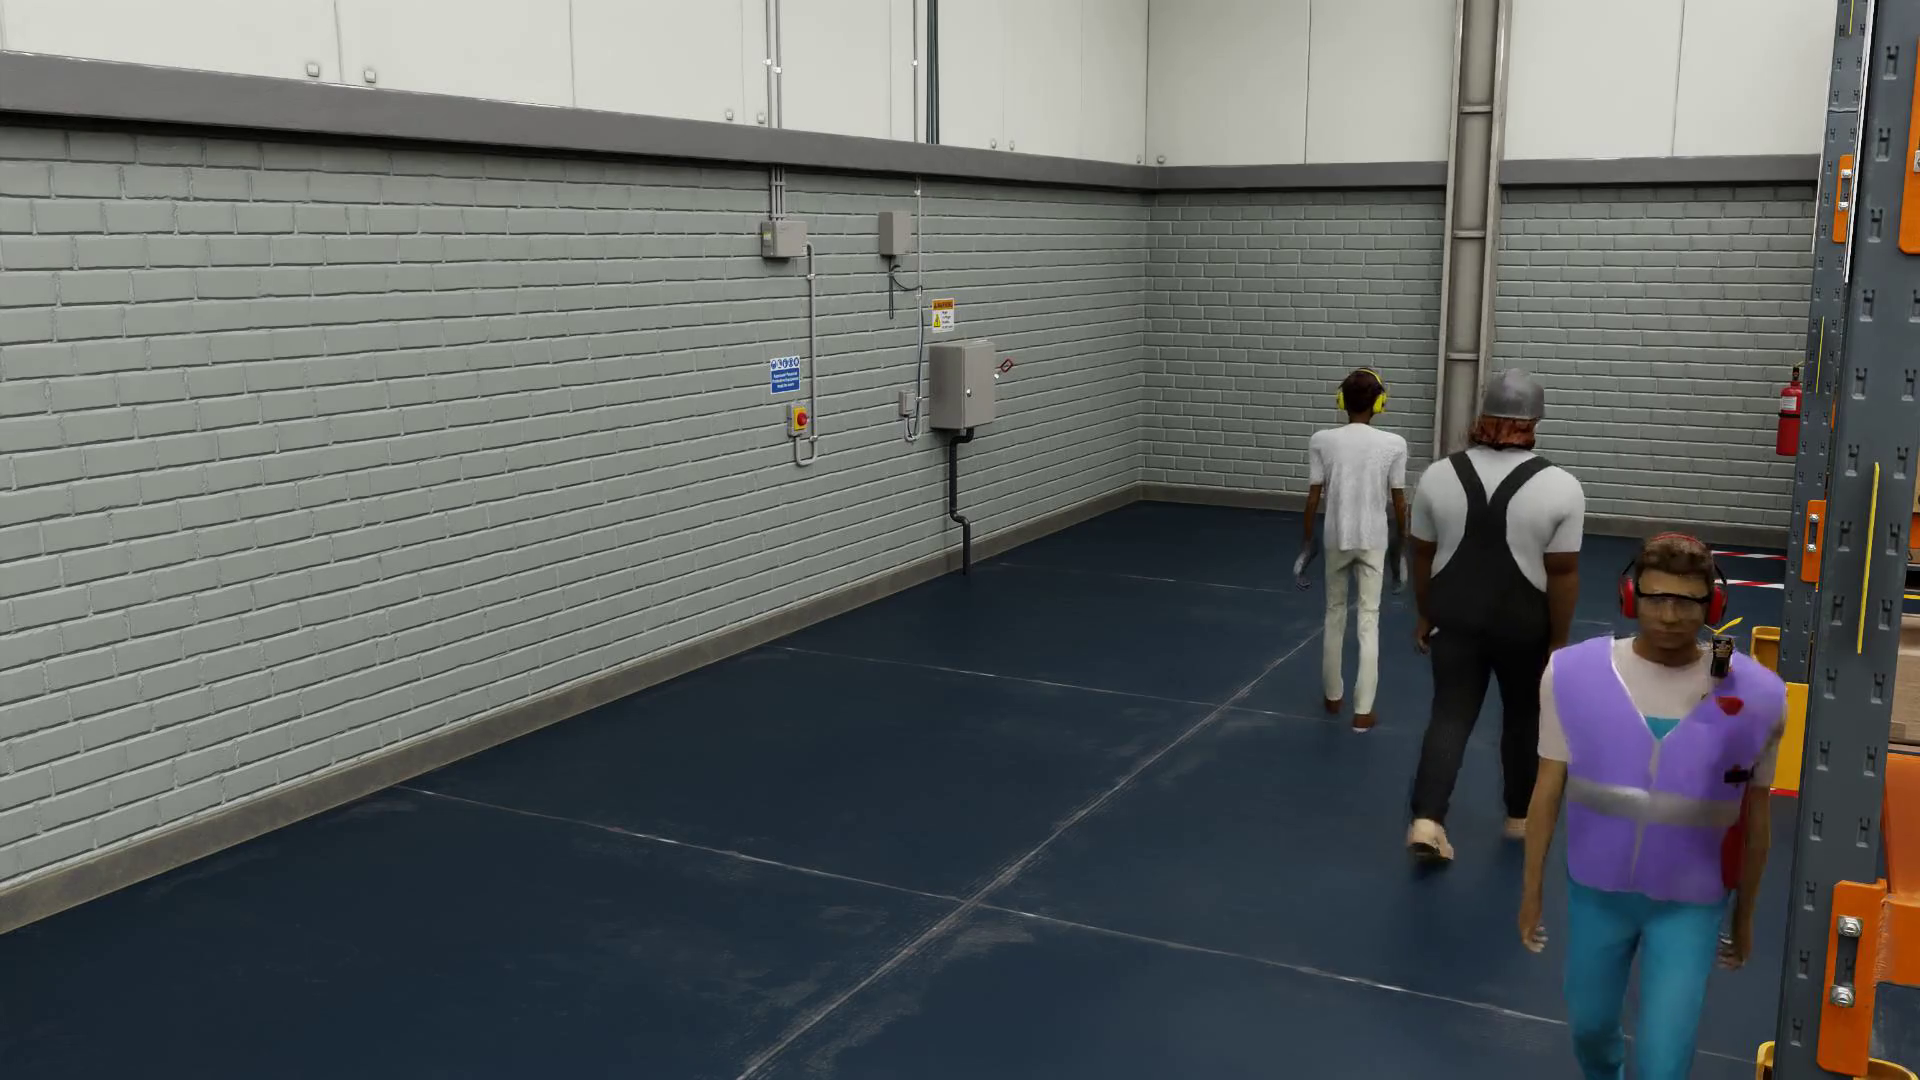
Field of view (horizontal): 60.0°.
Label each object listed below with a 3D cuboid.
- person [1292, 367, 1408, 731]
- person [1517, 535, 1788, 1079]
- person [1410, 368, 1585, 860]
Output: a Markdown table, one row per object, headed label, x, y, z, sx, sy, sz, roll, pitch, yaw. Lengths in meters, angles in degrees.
| label | x | y | z | sx | sy | sz | roll | pitch | yaw |
| --- | --- | --- | --- | --- | --- | --- | --- | --- | --- |
| person | 2.029 | 0.034 | 8.603 | 0.564 | 1.869 | 0.494 | 4 | 11 | 19 |
| person | 1.725 | 0.860 | 4.194 | 0.569 | 1.820 | 0.834 | 5 | 11 | 24 |
| person | 2.137 | 0.283 | 6.698 | 0.679 | 2.000 | 0.959 | 7 | 13 | 34 |
